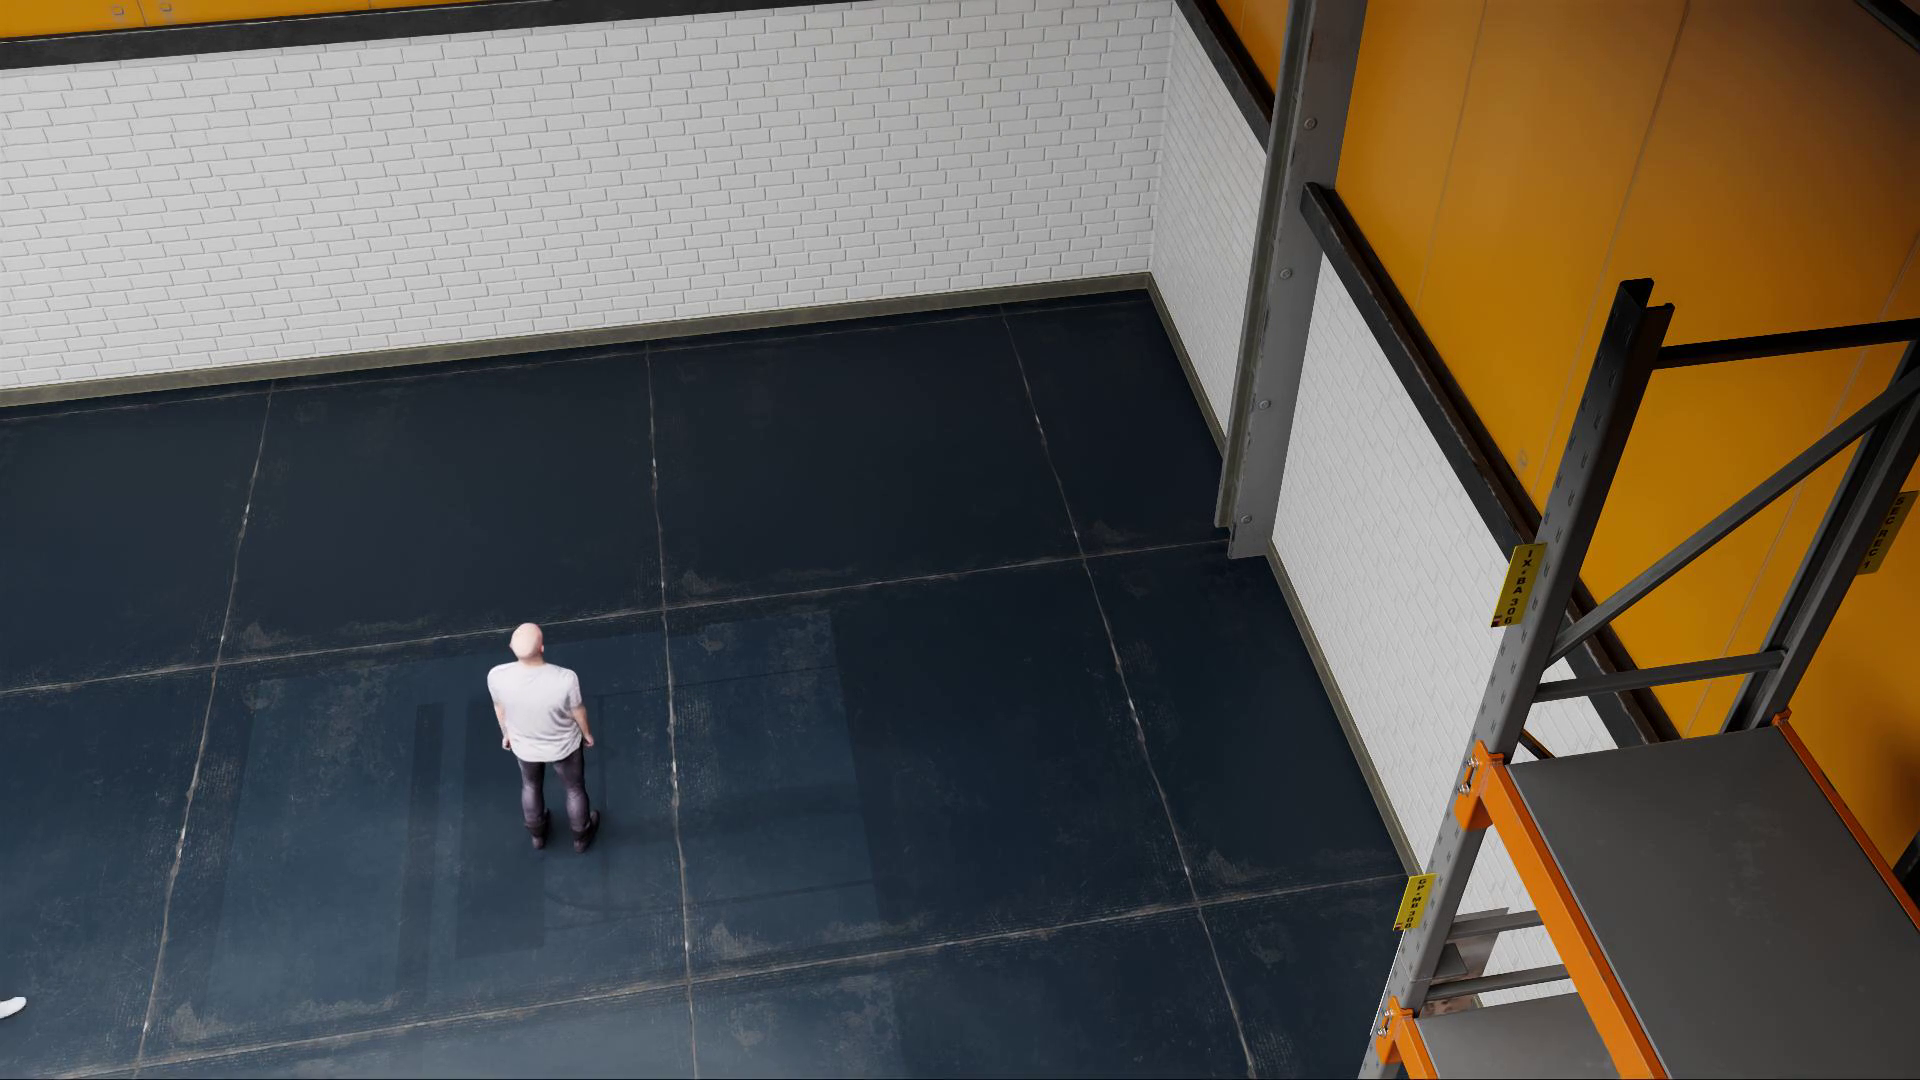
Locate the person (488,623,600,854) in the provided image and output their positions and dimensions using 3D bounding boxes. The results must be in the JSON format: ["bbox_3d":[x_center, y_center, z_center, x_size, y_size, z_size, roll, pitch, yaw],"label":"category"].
[{"bbox_3d":[-2.383,1.170,9.559,0.717,1.829,0.661,0,44,0],"label":"person"}]
